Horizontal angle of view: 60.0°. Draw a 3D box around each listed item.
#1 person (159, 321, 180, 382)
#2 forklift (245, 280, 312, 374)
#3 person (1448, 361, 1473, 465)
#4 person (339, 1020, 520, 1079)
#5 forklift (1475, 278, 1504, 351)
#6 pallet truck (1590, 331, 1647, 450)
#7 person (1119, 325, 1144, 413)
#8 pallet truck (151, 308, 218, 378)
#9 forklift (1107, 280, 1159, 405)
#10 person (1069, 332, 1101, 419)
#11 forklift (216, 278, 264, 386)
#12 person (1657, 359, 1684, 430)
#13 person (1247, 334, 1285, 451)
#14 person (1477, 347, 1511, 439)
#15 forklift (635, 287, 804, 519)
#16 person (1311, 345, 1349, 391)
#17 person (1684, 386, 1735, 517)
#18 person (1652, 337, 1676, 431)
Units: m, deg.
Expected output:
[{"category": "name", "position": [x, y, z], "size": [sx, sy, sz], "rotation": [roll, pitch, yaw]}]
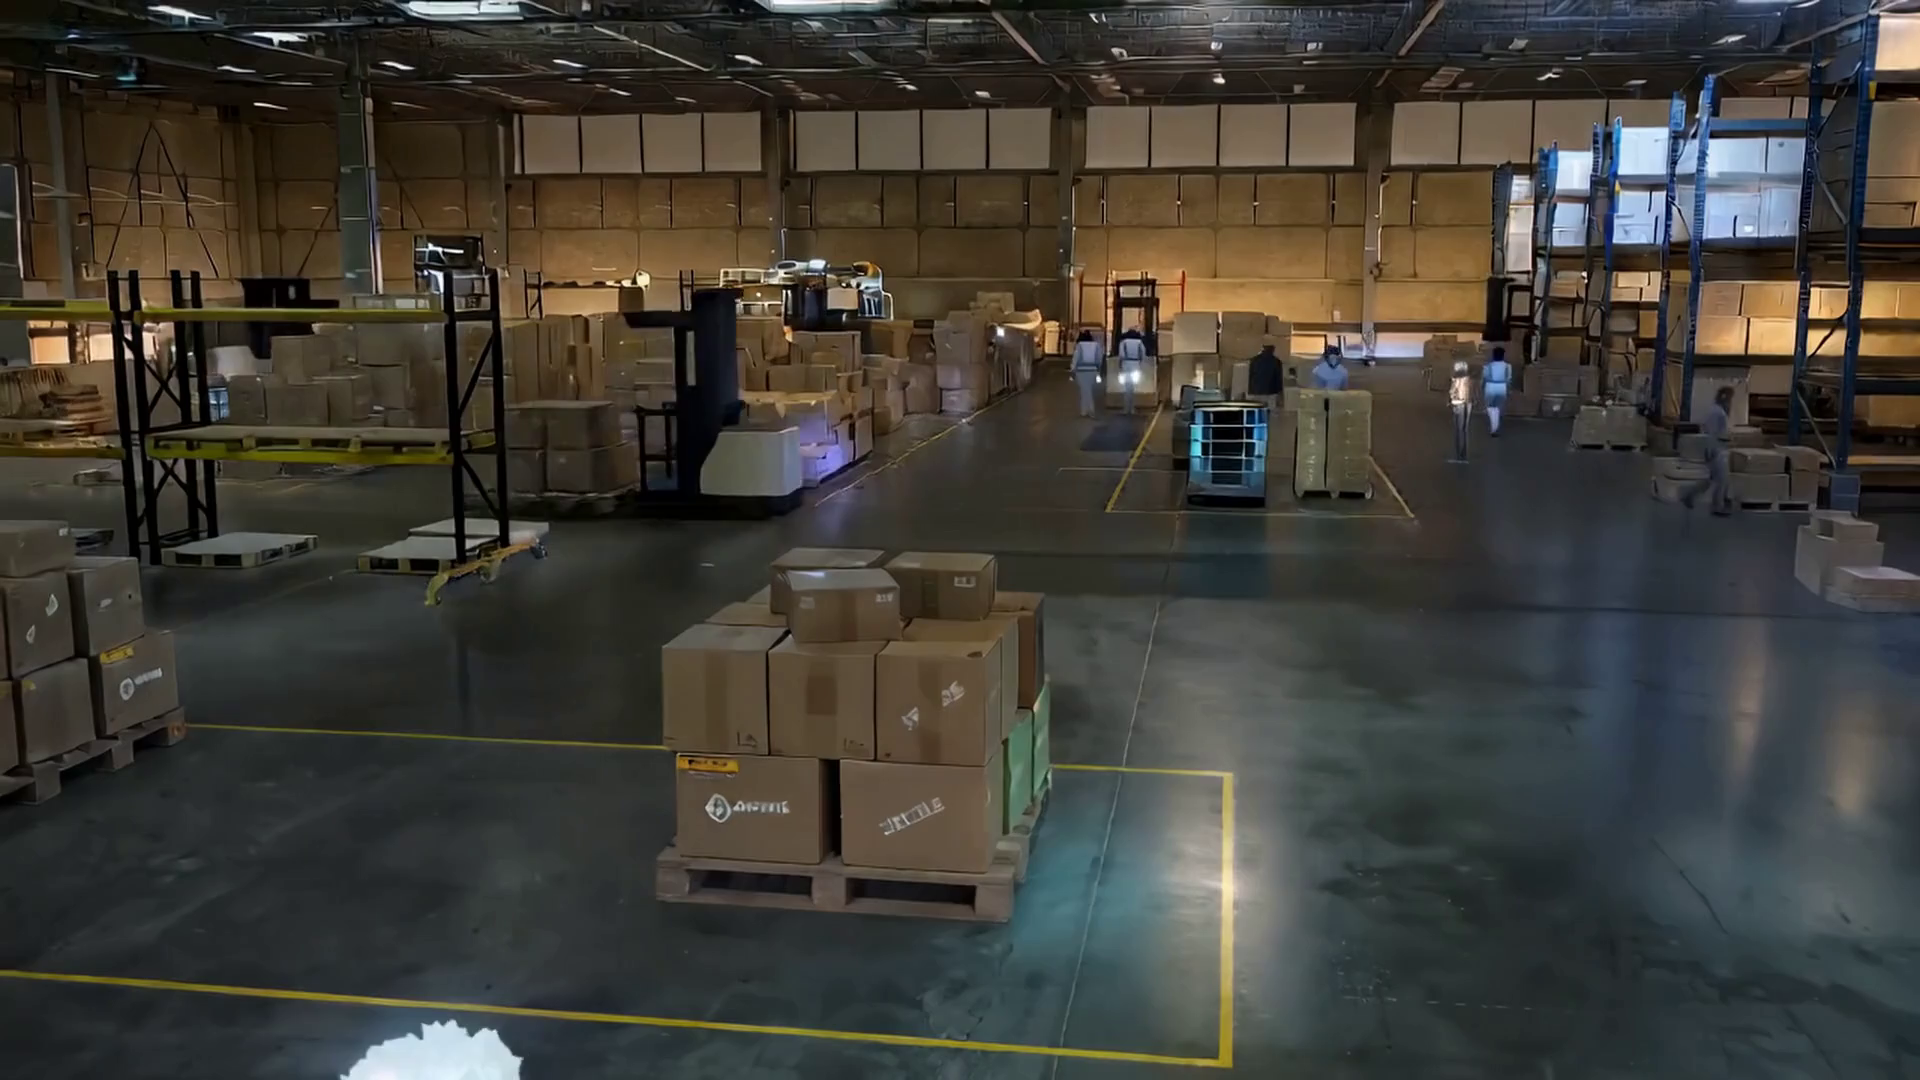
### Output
[{"category": "person", "position": [-21.598, -5.282, 45.421], "size": [0.372, 1.925, 0.596], "rotation": [5, 10, 27]}, {"category": "forklift", "position": [-14.413, -4.233, 36.020], "size": [1.873, 2.768, 1.129], "rotation": [1, 9, 9]}, {"category": "person", "position": [7.836, -1.983, 25.991], "size": [0.318, 1.631, 0.524], "rotation": [-1, 9, -4]}, {"category": "person", "position": [-0.716, 1.656, 2.508], "size": [0.361, 1.963, 0.612], "rotation": [-7, 12, -38]}, {"category": "forklift", "position": [14.254, -5.610, 44.517], "size": [1.873, 2.768, 1.129], "rotation": [1, 9, 9]}, {"category": "pallet truck", "position": [11.253, -2.573, 28.499], "size": [0.823, 1.965, 1.885], "rotation": [5, 10, 27]}, {"category": "person", "position": [3.650, -3.665, 35.631], "size": [0.537, 1.859, 1.031], "rotation": [0, 9, 0]}, {"category": "pallet truck", "position": [-21.869, -5.598, 47.154], "size": [0.823, 1.965, 1.885], "rotation": [4, 10, 26]}, {"category": "forklift", "position": [3.945, -4.518, 37.776], "size": [1.129, 2.768, 1.873], "rotation": [1, 9, 9]}, {"category": "person", "position": [2.586, -3.387, 34.221], "size": [0.621, 1.787, 1.036], "rotation": [-5, 10, -28]}, {"category": "forklift", "position": [-18.112, -5.339, 42.845], "size": [1.873, 2.768, 1.129], "rotation": [-2, 9, -10]}, {"category": "person", "position": [13.039, -2.797, 30.231], "size": [1.006, 1.898, 0.542], "rotation": [-2, 10, -15]}, {"category": "person", "position": [5.167, -2.454, 27.834], "size": [0.656, 1.968, 0.653], "rotation": [-4, 10, -24]}, {"category": "person", "position": [9.661, -2.650, 30.037], "size": [0.536, 1.650, 0.865], "rotation": [0, 9, 2]}, {"category": "forklift", "position": [-2.959, -1.718, 20.512], "size": [1.873, 2.768, 1.129], "rotation": [1, 9, 9]}, {"category": "person", "position": [5.552, -1.983, 25.117], "size": [0.633, 1.919, 0.738], "rotation": [-3, 10, -19]}, {"category": "person", "position": [9.326, -1.101, 20.577], "size": [0.518, 1.625, 0.479], "rotation": [-8, 12, -40]}, {"category": "person", "position": [13.324, -2.911, 31.175], "size": [0.869, 1.804, 0.645], "rotation": [1, 9, 4]}]
